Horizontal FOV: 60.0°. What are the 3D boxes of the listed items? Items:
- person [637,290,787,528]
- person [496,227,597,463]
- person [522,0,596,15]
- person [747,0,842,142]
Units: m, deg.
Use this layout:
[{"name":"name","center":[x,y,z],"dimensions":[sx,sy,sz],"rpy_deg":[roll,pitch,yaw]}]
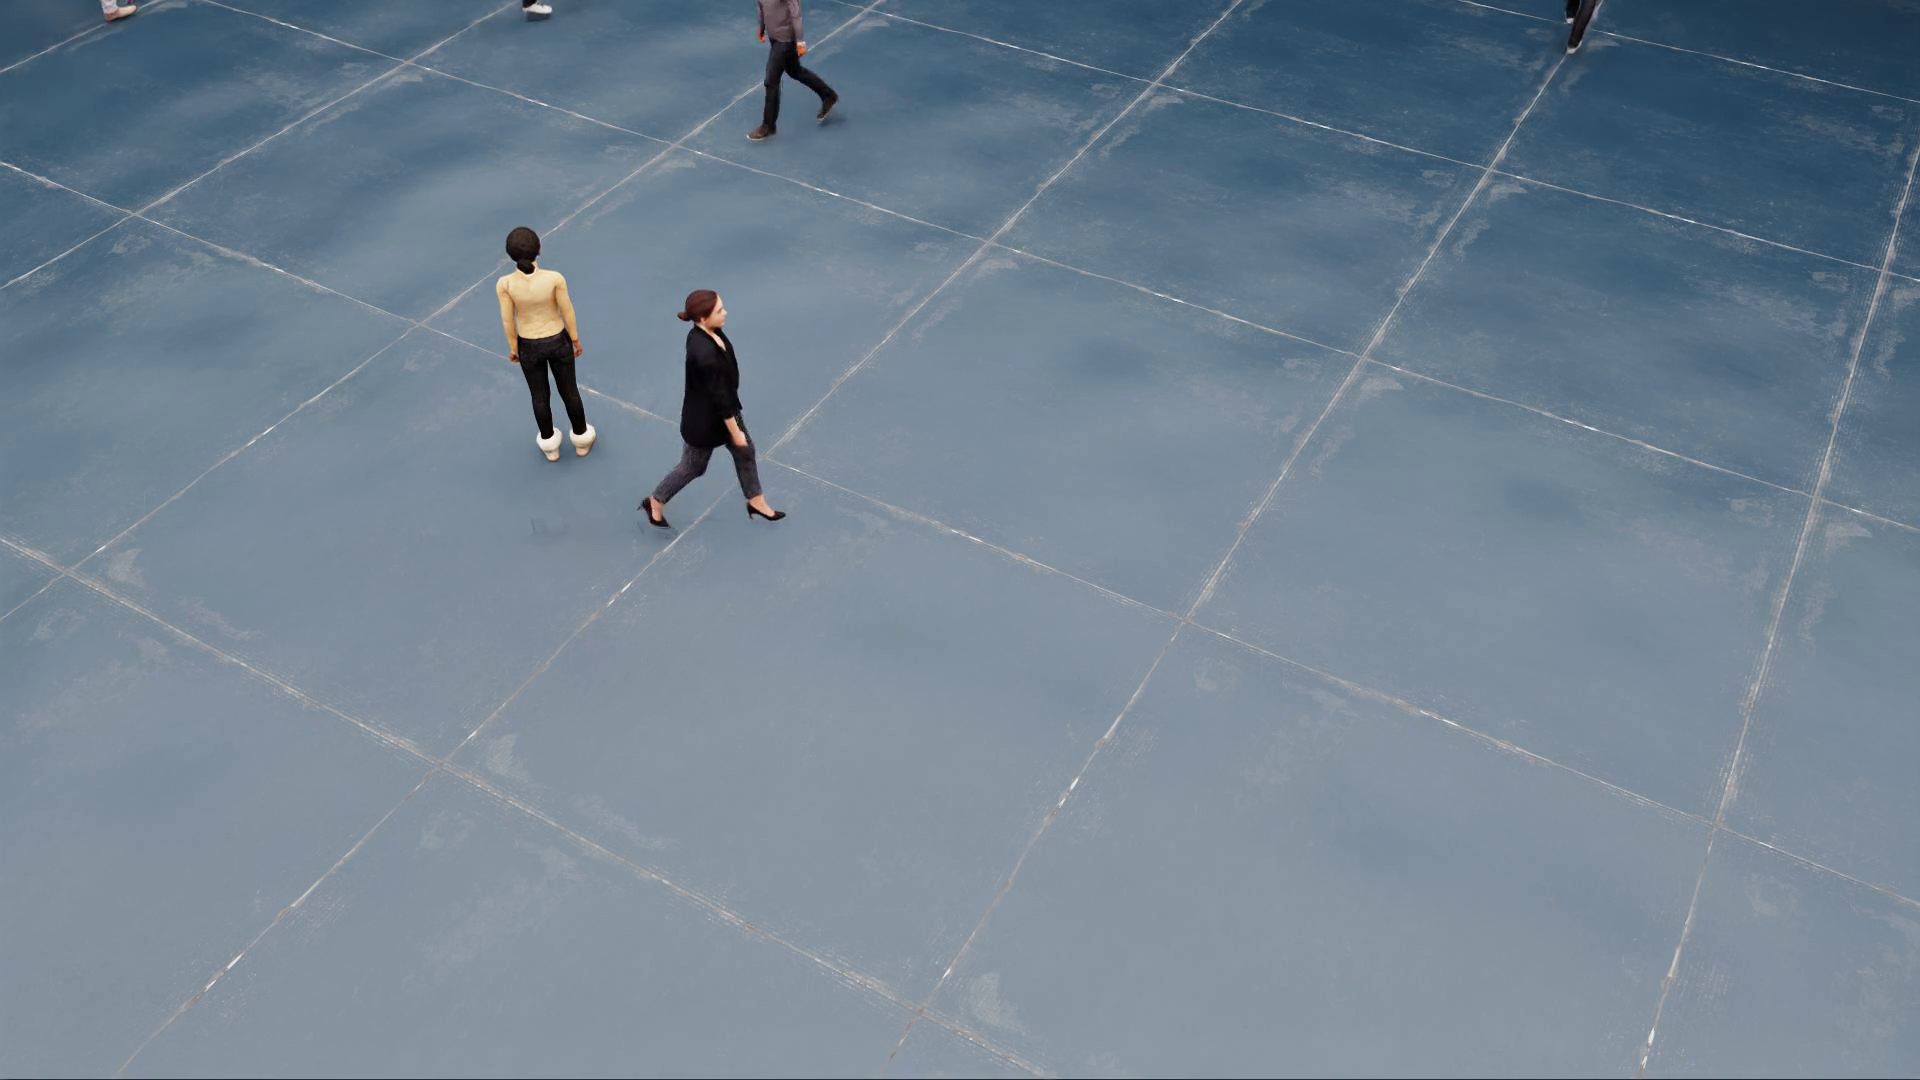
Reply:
[{"name":"person","center":[-1.544,-0.688,9.735],"dimensions":[1.086,1.678,1.152],"rpy_deg":[-2,42,-2]},{"name":"person","center":[-2.585,-1.214,10.329],"dimensions":[0.684,1.659,0.736],"rpy_deg":[-8,43,-9]},{"name":"person","center":[-3.770,-5.593,15.114],"dimensions":[1.269,1.708,1.084],"rpy_deg":[-18,45,-19]},{"name":"person","center":[-1.344,-4.100,13.453],"dimensions":[1.222,1.732,0.999],"rpy_deg":[-29,50,-28]}]
